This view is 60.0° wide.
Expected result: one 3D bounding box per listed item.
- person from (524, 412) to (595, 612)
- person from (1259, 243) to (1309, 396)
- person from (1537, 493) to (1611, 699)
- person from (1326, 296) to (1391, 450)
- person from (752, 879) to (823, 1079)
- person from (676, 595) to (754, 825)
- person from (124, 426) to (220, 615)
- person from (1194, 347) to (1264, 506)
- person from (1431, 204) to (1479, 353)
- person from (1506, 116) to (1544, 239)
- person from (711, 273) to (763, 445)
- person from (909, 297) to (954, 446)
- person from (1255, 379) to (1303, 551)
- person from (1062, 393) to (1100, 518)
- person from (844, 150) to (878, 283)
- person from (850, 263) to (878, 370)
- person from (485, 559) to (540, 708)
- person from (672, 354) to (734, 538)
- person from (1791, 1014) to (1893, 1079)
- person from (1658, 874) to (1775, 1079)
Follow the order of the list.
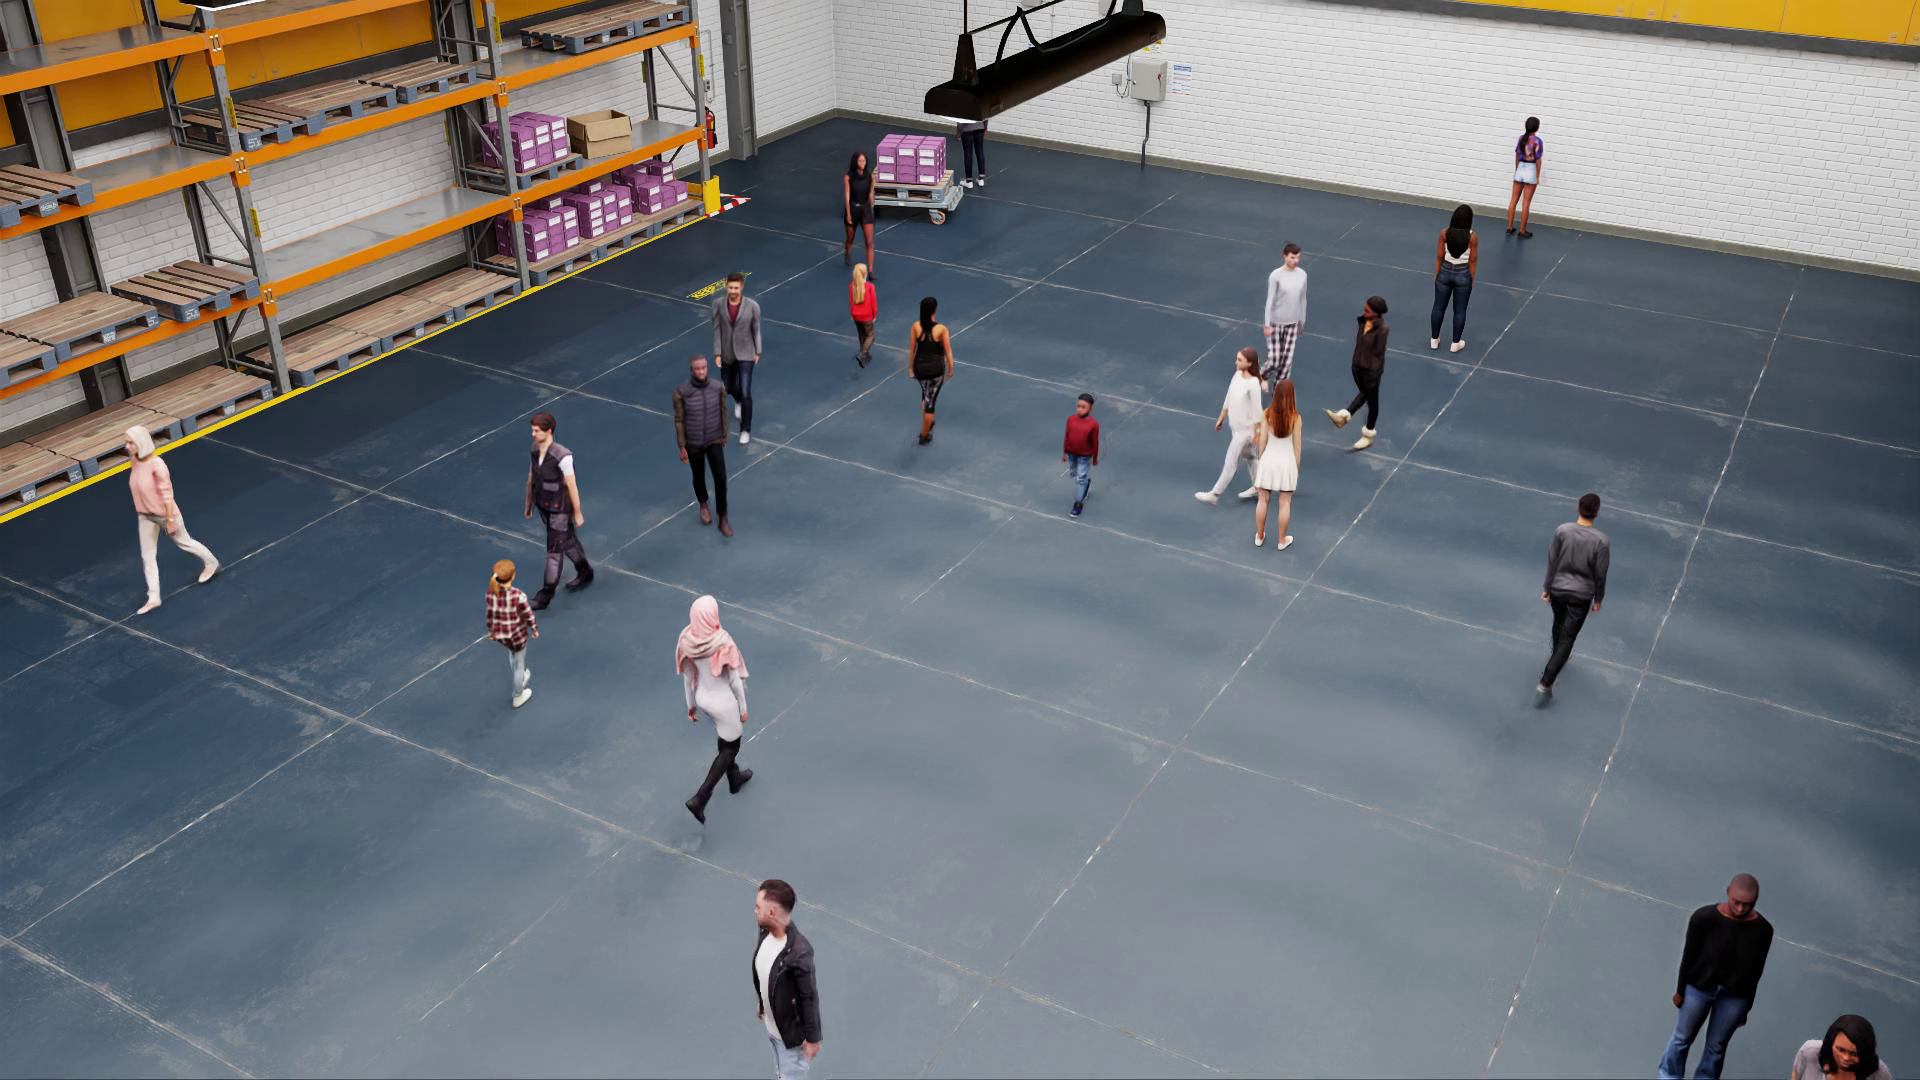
[{"bbox_3d":[-3.530,-0.313,14.870,0.821,1.811,1.167,22,35,34],"label":"person"},{"bbox_3d":[3.622,-2.488,18.828,0.834,1.839,0.893,-8,30,-14],"label":"person"},{"bbox_3d":[4.947,0.472,13.508,0.711,1.738,1.146,20,34,32],"label":"person"},{"bbox_3d":[4.256,-1.792,17.738,0.863,1.661,0.754,17,33,28],"label":"person"},{"bbox_3d":[-0.924,2.729,9.310,0.805,1.795,0.842,-25,37,-38],"label":"person"},{"bbox_3d":[-1.791,1.244,12.045,0.629,1.782,1.061,14,32,24],"label":"person"},{"bbox_3d":[-7.087,-0.252,14.892,0.688,1.682,1.169,12,31,21],"label":"person"},{"bbox_3d":[2.888,-1.126,16.528,1.080,1.650,1.024,-7,29,-13],"label":"person"},{"bbox_3d":[5.981,-3.172,20.114,0.622,1.809,0.577,16,32,26],"label":"person"},{"bbox_3d":[8.151,-5.240,23.976,0.644,1.741,0.657,-19,34,-31],"label":"person"},{"bbox_3d":[-2.404,-2.015,17.953,0.964,1.846,1.203,2,29,4],"label":"person"},{"bbox_3d":[-0.355,-1.789,17.747,0.682,1.648,0.828,10,30,17],"label":"person"},{"bbox_3d":[3.007,-0.719,15.719,0.574,1.711,0.555,12,31,21],"label":"person"},{"bbox_3d":[1.218,-0.898,16.532,0.516,1.246,0.817,17,33,28],"label":"person"},{"bbox_3d":[-1.399,-4.397,22.463,1.112,1.709,1.132,-9,30,-16],"label":"person"},{"bbox_3d":[-1.167,-2.632,19.689,0.570,1.268,0.798,10,30,18],"label":"person"},{"bbox_3d":[-3.650,0.773,13.421,0.630,1.292,0.739,7,29,13],"label":"person"},{"bbox_3d":[-2.504,-0.974,16.085,1.021,1.809,1.063,-9,30,-16],"label":"person"},{"bbox_3d":[4.636,3.096,8.865,0.666,1.577,0.984,13,31,22],"label":"person"},{"bbox_3d":[4.361,2.598,9.600,0.632,1.747,0.612,9,30,16],"label":"person"}]
